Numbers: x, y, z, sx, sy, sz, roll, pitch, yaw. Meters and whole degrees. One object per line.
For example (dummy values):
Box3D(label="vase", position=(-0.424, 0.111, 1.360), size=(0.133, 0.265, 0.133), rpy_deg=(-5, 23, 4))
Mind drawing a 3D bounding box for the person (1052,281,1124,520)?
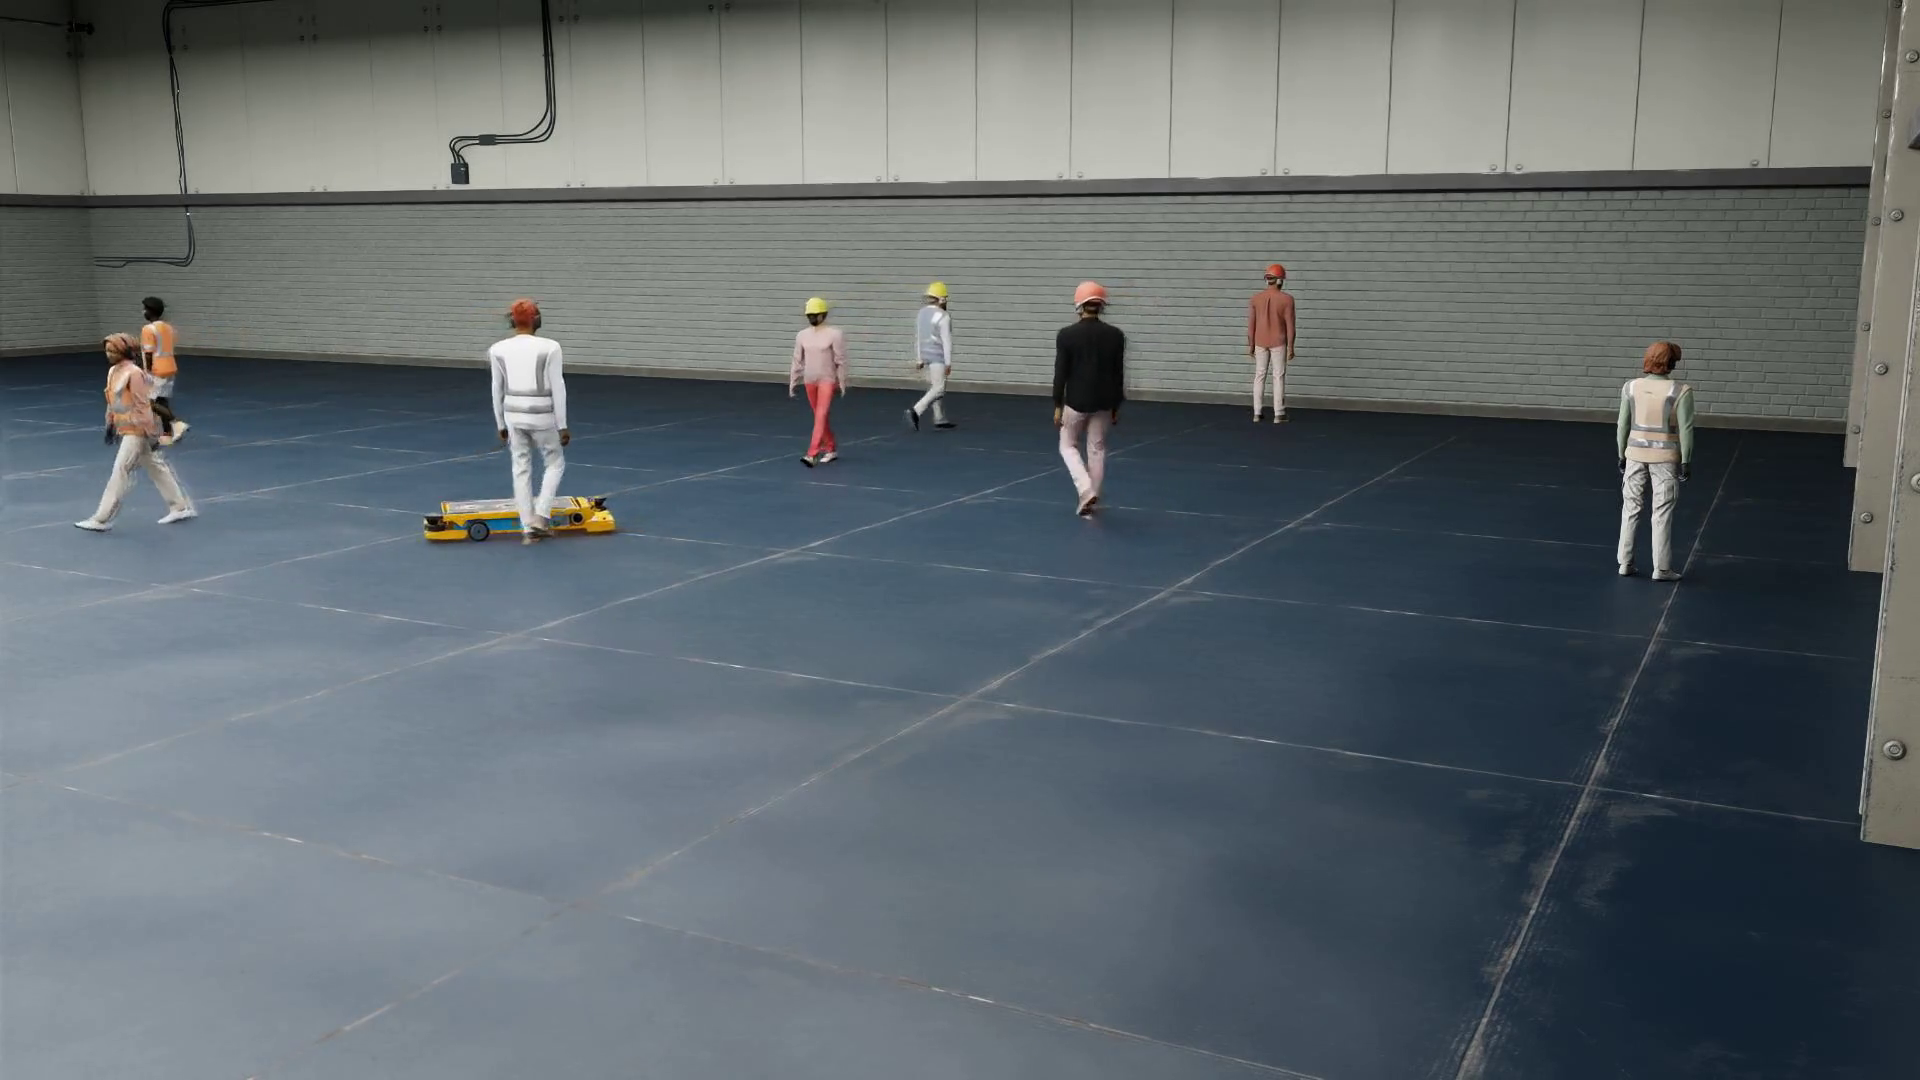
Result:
Box3D(label="person", position=(1.063, -1.133, 13.694), size=(0.646, 1.977, 0.472), rpy_deg=(-3, 11, -17))

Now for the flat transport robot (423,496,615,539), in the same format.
Box3D(label="flat transport robot", position=(-3.506, -0.187, 13.195), size=(1.431, 0.197, 0.652), rpy_deg=(-3, 11, -18))

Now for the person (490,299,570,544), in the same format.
Box3D(label="person", position=(-3.264, -0.897, 12.695), size=(0.614, 1.870, 0.421), rpy_deg=(1, 10, 8))

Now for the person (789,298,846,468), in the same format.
Box3D(label="person", position=(-1.469, -1.602, 16.948), size=(0.550, 1.712, 0.920), rpy_deg=(5, 11, 24))

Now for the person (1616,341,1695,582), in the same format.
Box3D(label="person", position=(4.737, -0.536, 11.361), size=(0.307, 1.639, 0.525), rpy_deg=(-9, 14, -41))

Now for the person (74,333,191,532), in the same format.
Box3D(label="person", position=(-6.633, -0.860, 13.283), size=(0.905, 1.577, 0.533), rpy_deg=(-8, 13, -38))

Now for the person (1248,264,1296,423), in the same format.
Box3D(label="person", position=(3.941, -2.476, 20.975), size=(0.619, 1.990, 0.395), rpy_deg=(7, 12, 33))

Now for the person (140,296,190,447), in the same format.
Box3D(label="person", position=(-8.823, -1.850, 18.403), size=(0.431, 1.679, 0.543), rpy_deg=(0, 10, 1))

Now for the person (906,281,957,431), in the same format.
Box3D(label="person", position=(-0.345, -2.179, 19.884), size=(0.752, 1.811, 0.602), rpy_deg=(-7, 13, -35))
